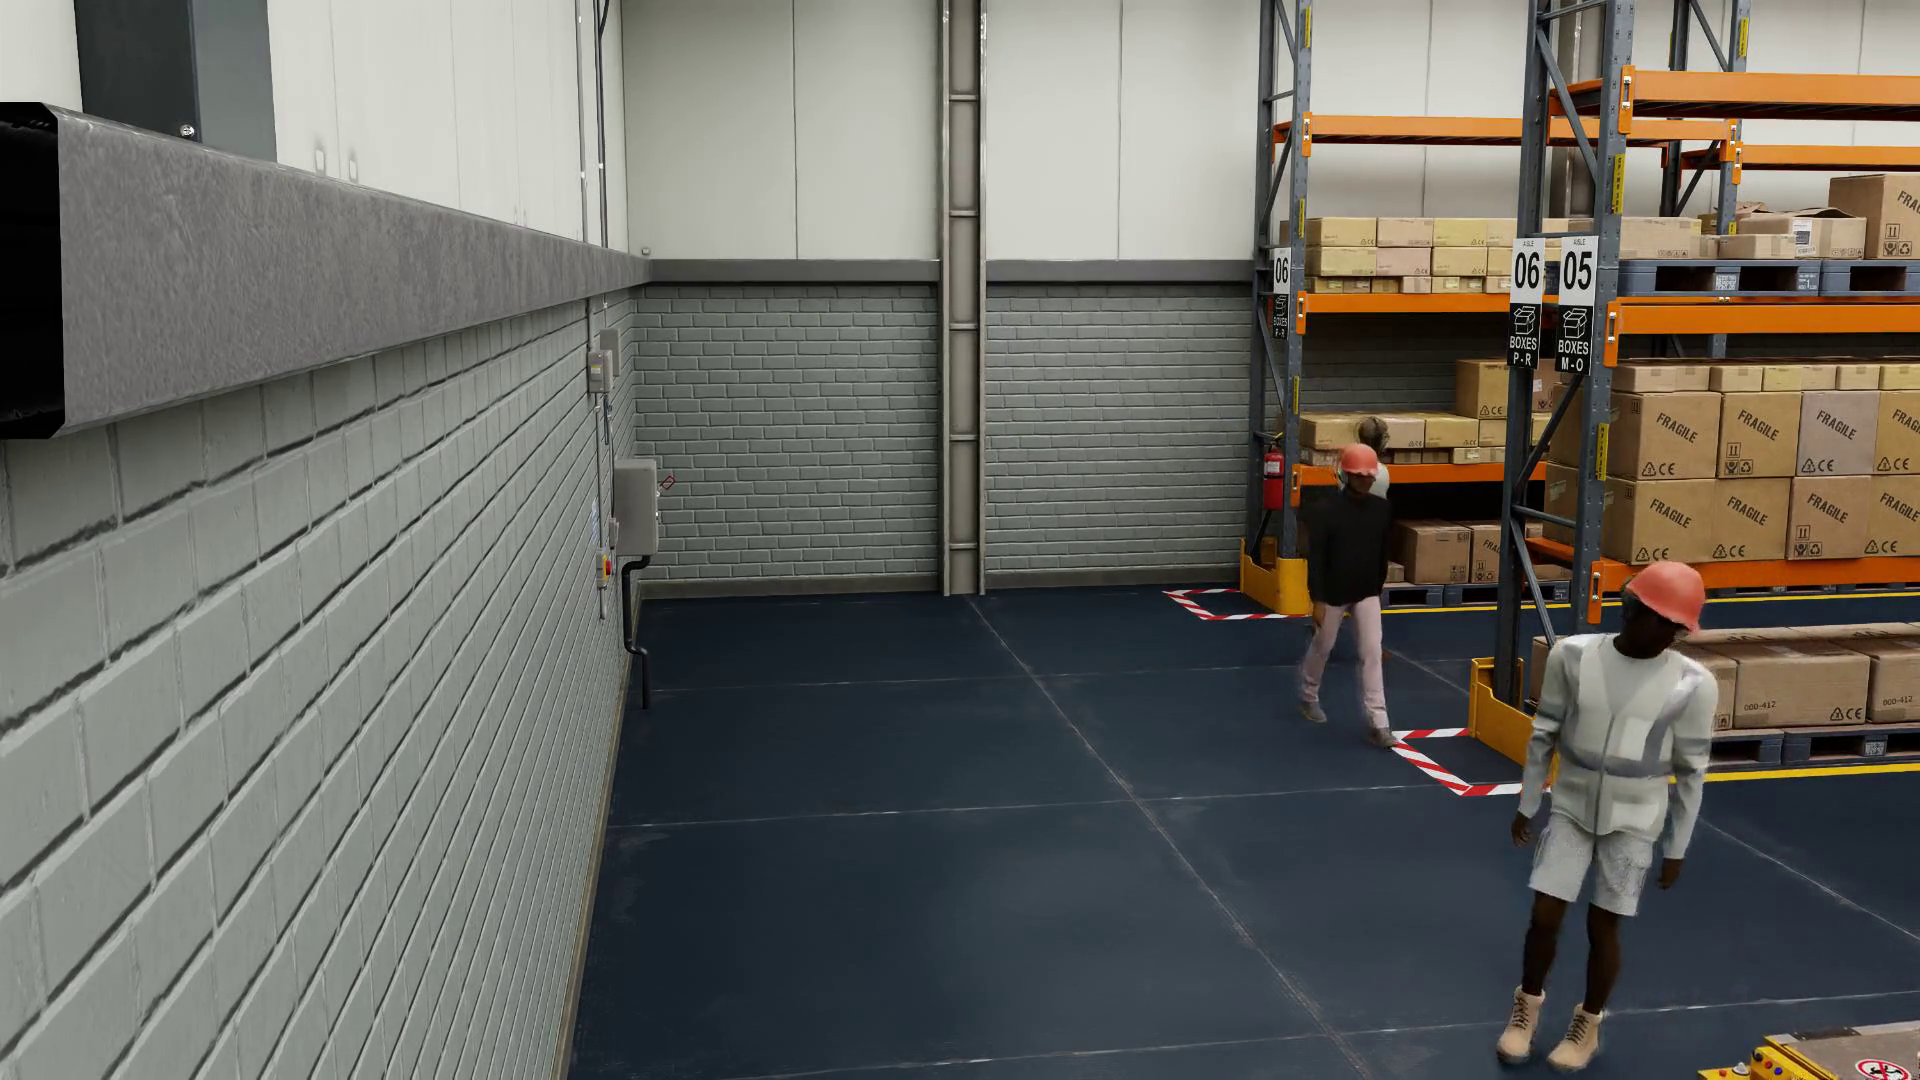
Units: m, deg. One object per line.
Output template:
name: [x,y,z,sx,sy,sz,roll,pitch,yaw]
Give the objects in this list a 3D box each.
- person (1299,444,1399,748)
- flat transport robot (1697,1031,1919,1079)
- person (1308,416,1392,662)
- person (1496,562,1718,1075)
person: [2.514,0.327,10.833,0.631,1.939,1.060,-2,9,-13]
flat transport robot: [3.457,1.952,5.899,1.431,0.197,0.652,-2,9,-11]
person: [3.070,0.006,12.810,0.565,1.927,0.646,-2,9,-14]
person: [2.378,1.058,6.161,0.684,1.986,0.519,6,11,34]
